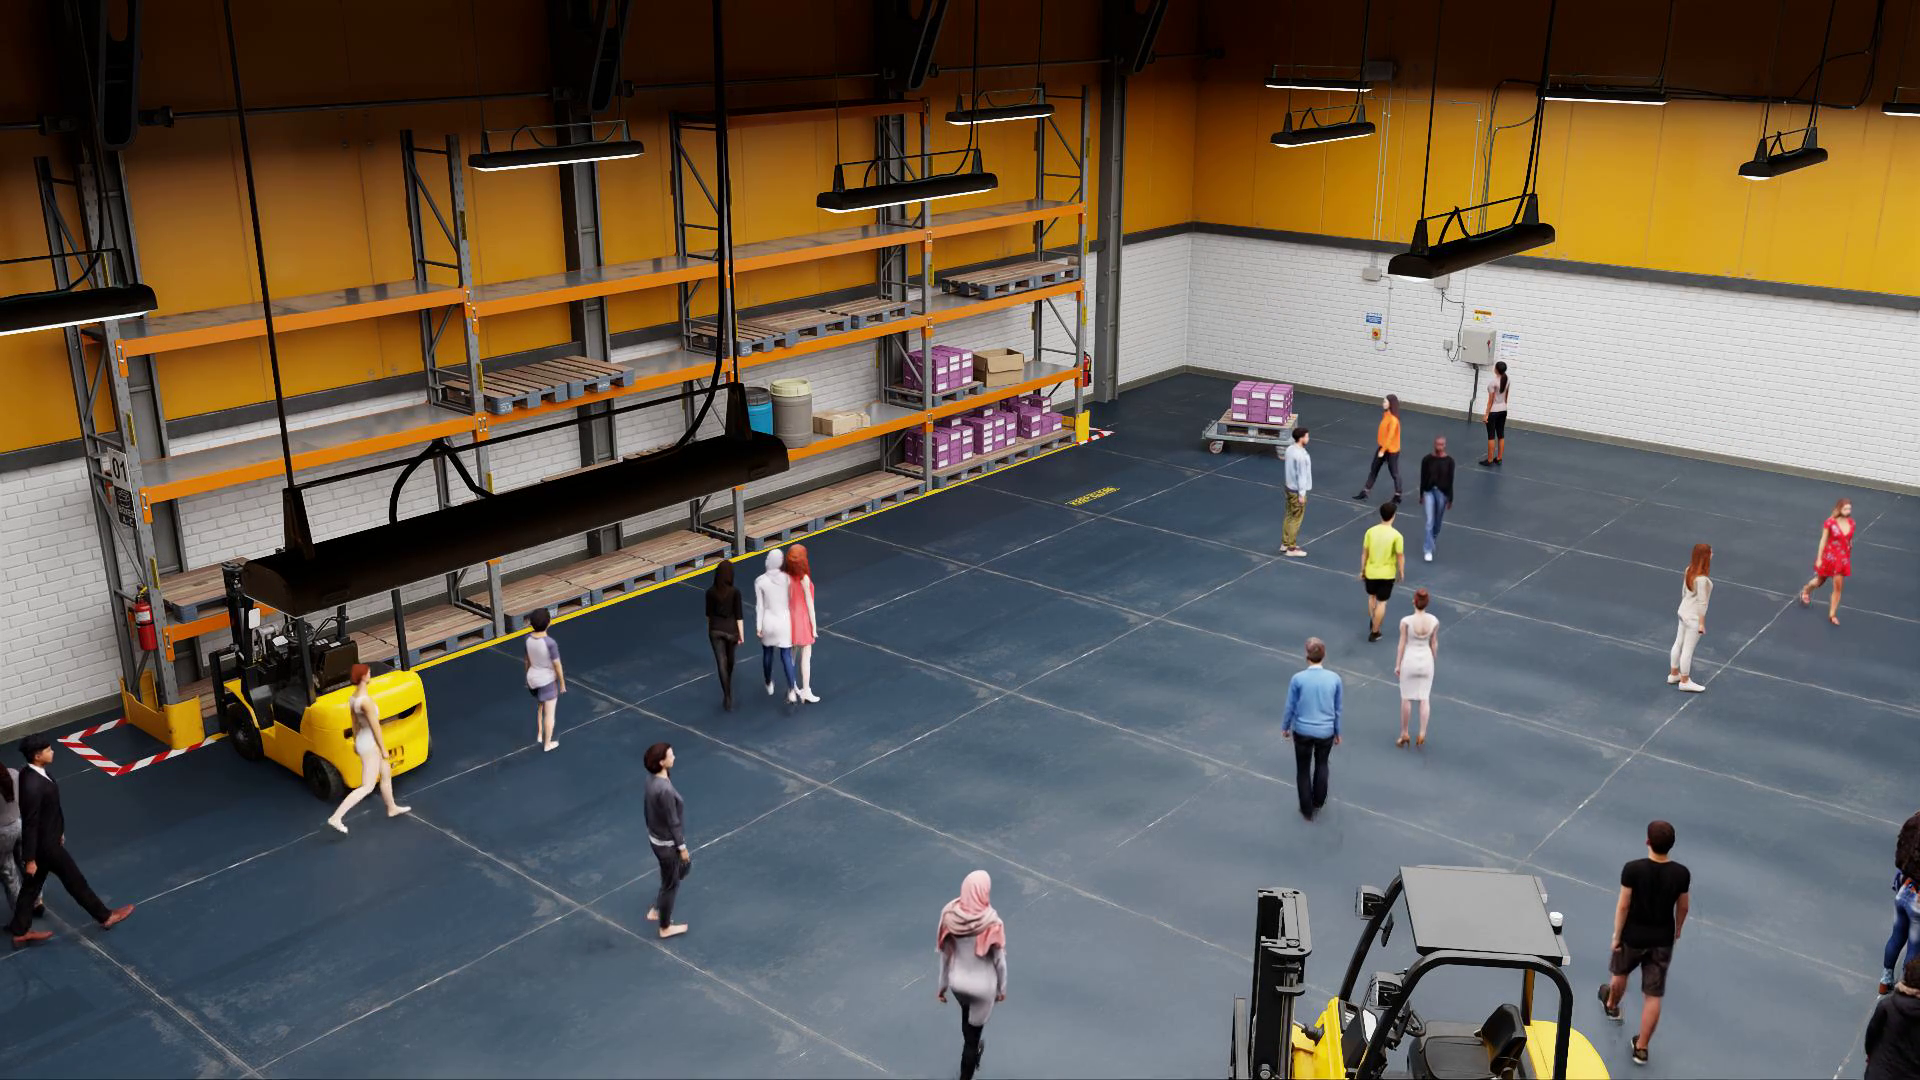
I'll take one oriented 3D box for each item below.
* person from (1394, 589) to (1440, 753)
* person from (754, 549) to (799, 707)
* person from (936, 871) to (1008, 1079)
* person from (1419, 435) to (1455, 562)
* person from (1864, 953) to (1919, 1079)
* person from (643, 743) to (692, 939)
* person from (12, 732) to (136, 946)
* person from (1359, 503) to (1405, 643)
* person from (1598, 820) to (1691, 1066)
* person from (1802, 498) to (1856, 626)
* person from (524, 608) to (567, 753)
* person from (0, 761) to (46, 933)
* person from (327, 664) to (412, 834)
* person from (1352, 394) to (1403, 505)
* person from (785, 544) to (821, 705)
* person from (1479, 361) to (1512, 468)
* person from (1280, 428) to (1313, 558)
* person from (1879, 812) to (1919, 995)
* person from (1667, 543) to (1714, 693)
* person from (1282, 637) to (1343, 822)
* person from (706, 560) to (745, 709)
[{"bbox_3d":[4.702,1.329,17.134,0.637,1.790,0.677,0,19,1],"label":"person"},{"bbox_3d":[-1.966,0.983,18.225,1.077,1.750,1.099,-3,19,-8],"label":"person"},{"bbox_3d":[0.058,3.186,11.640,0.829,1.776,1.055,7,20,19],"label":"person"},{"bbox_3d":[6.590,-0.622,23.044,0.948,1.717,1.211,4,19,13],"label":"person"},{"bbox_3d":[6.033,3.533,10.701,0.772,1.719,1.168,10,21,27],"label":"person"},{"bbox_3d":[-2.497,2.500,13.709,0.771,1.757,0.732,-10,21,-26],"label":"person"},{"bbox_3d":[-7.611,2.499,13.609,1.284,1.822,1.016,-9,21,-26],"label":"person"},{"bbox_3d":[5.041,0.410,20.031,0.726,1.684,0.921,11,22,30],"label":"person"},{"bbox_3d":[5.046,2.975,12.187,1.018,1.828,1.189,4,19,10],"label":"person"},{"bbox_3d":[10.878,0.216,20.779,0.956,1.572,1.048,-1,19,-1],"label":"person"},{"bbox_3d":[-4.331,1.463,17.109,0.627,1.553,0.622,9,21,26],"label":"person"},{"bbox_3d":[-7.964,2.479,13.898,0.760,1.677,0.642,5,19,15],"label":"person"},{"bbox_3d":[-5.593,1.974,15.506,1.078,1.607,0.712,-13,22,-33],"label":"person"},{"bbox_3d":[6.583,-1.343,25.178,1.068,1.720,0.994,-2,19,-7],"label":"person"},{"bbox_3d":[-1.769,0.915,18.305,0.526,1.828,0.614,-17,25,-42],"label":"person"},{"bbox_3d":[8.827,-2.082,27.331,0.597,1.747,0.739,-10,21,-27],"label":"person"},{"bbox_3d":[4.655,-0.680,23.070,0.796,1.809,0.757,-3,19,-9],"label":"person"},{"bbox_3d":[7.413,2.848,12.895,0.740,1.616,0.696,-3,19,-10],"label":"person"},{"bbox_3d":[8.205,0.852,18.671,0.747,1.713,0.677,0,19,-1],"label":"person"},{"bbox_3d":[3.343,1.812,15.683,0.851,1.801,0.891,2,19,5],"label":"person"},{"bbox_3d":[-2.585,1.065,18.219,1.040,1.598,1.043,-3,19,-9],"label":"person"}]
